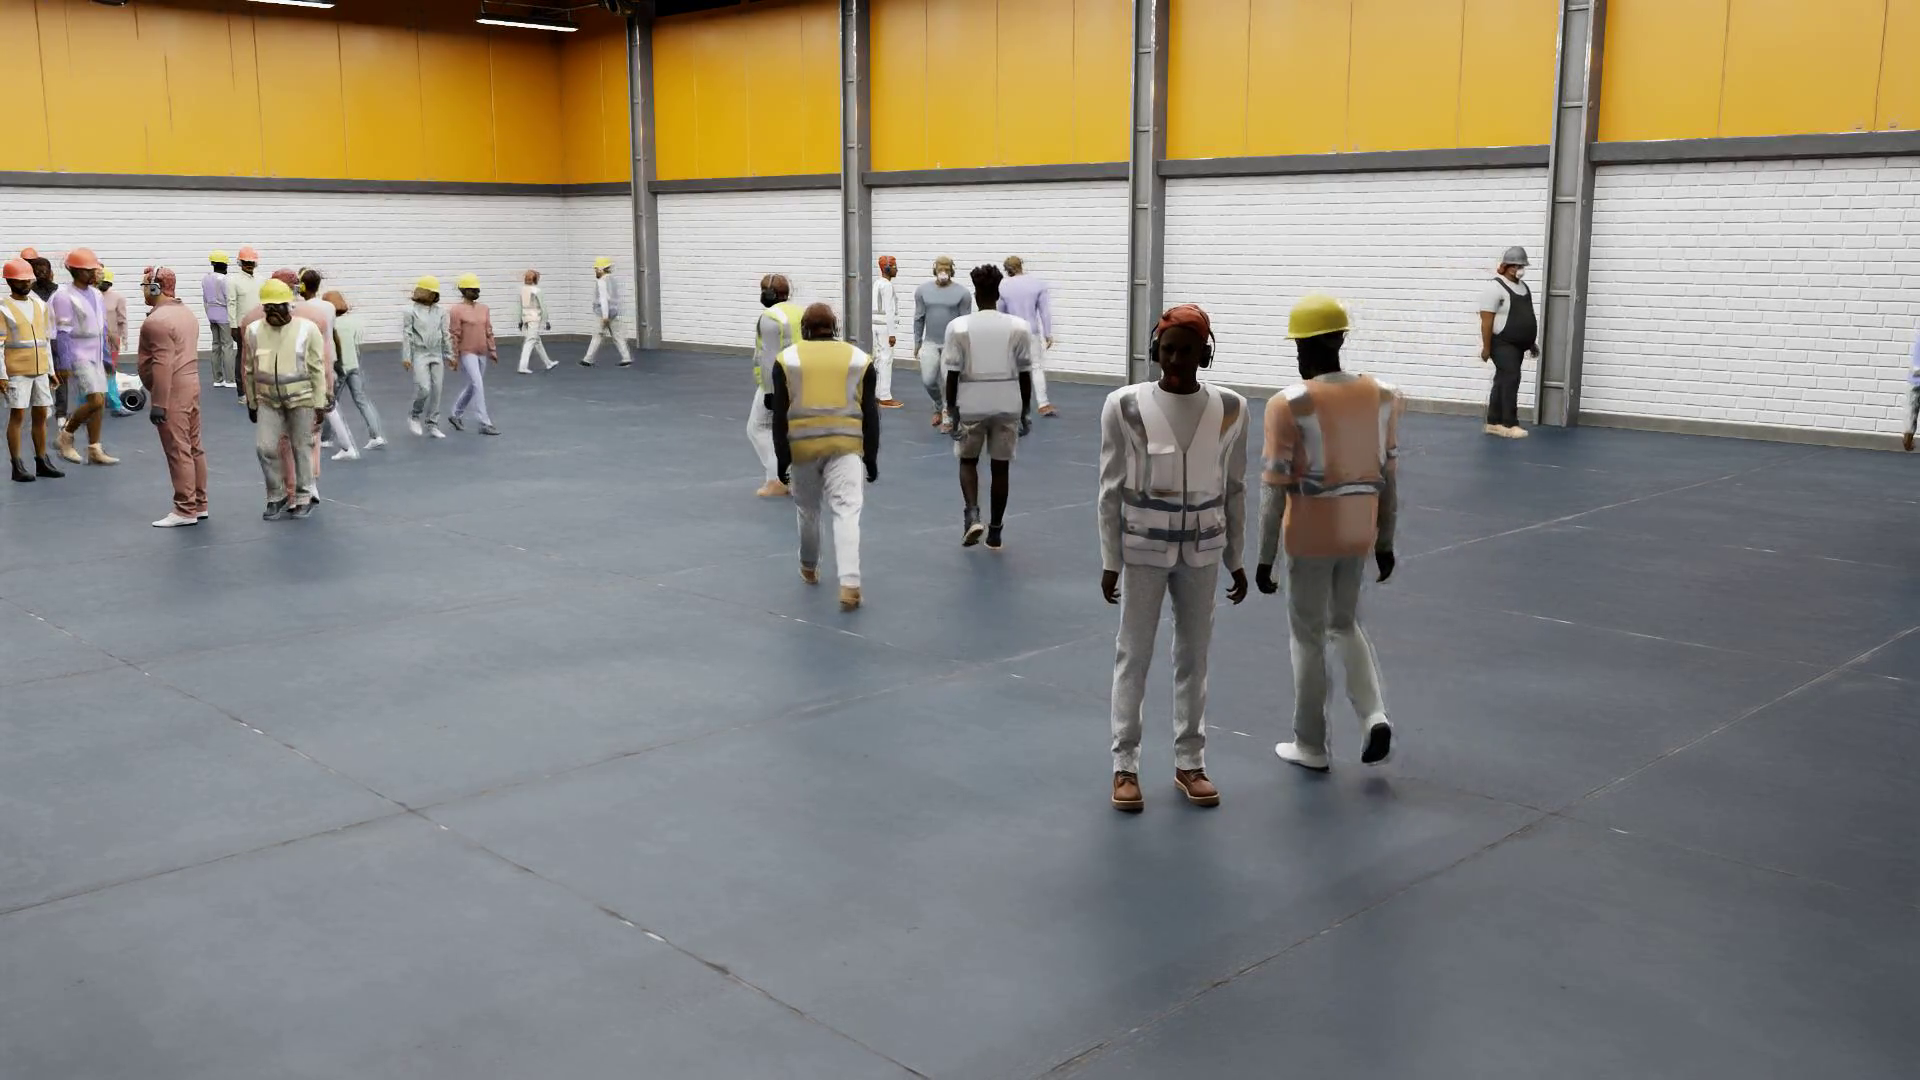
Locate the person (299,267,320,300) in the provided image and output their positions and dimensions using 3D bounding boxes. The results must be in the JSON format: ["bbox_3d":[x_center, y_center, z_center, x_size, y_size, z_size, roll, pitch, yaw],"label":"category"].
[{"bbox_3d":[-10.998,-3.834,28.265,0.857,1.589,0.526,-6,12,-29],"label":"person"}]

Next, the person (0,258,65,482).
[{"bbox_3d":[-8.122,-1.480,14.495,0.362,1.935,0.553,5,11,24],"label":"person"}]

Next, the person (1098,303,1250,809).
[{"bbox_3d":[0.793,0.068,6.202,0.572,1.885,0.358,-1,10,-8],"label":"person"}]

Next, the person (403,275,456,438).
[{"bbox_3d":[-5.593,-1.921,17.492,0.395,1.718,0.514,8,13,38],"label":"person"}]

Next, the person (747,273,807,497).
[{"bbox_3d":[-1.483,-1.239,13.496,0.516,1.821,0.652,4,11,21],"label":"person"}]

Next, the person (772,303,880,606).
[{"bbox_3d":[-0.783,-0.519,9.842,0.640,1.746,1.128,-1,10,-8],"label":"person"}]

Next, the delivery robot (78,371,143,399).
[{"bbox_3d":[-10.313,-1.881,20.188,0.707,0.478,0.477,-4,12,-23],"label":"delivery robot"}]

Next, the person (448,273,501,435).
[{"bbox_3d":[-5.305,-2.014,17.971,0.829,1.734,0.523,5,12,27],"label":"person"}]

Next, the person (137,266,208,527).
[{"bbox_3d":[-5.815,-1.050,12.237,0.400,1.910,0.643,-1,10,-5],"label":"person"}]

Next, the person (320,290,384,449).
[{"bbox_3d":[-6.159,-1.692,16.612,0.873,1.591,0.494,5,11,24],"label":"person"}]

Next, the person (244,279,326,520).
[{"bbox_3d":[-5.042,-1.035,12.416,0.622,1.807,0.528,-1,10,-5],"label":"person"}]

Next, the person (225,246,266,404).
[{"bbox_3d":[-8.999,-2.722,21.122,0.392,1.989,0.617,5,12,25],"label":"person"}]

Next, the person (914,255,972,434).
[{"bbox_3d":[-0.182,-2.107,17.959,0.646,1.920,0.482,2,11,10],"label":"person"}]

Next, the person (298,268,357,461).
[{"bbox_3d":[-6.171,-1.666,15.842,1.044,1.816,0.548,4,11,23],"label":"person"}]

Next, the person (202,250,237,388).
[{"bbox_3d":[-10.326,-3.087,23.289,0.587,1.927,0.369,6,12,29],"label":"person"}]

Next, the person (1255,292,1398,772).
[{"bbox_3d":[1.435,-0.005,6.527,0.611,1.909,0.514,-4,11,-23],"label":"person"}]

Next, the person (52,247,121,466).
[{"bbox_3d":[-8.039,-1.672,15.302,0.492,2.026,0.616,0,10,2],"label":"person"}]

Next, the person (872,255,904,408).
[{"bbox_3d":[-0.918,-2.585,20.667,0.337,1.882,0.583,-3,11,-18],"label":"person"}]

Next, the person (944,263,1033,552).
[{"bbox_3d":[0.194,-0.881,11.200,0.600,1.944,0.420,0,10,-2],"label":"person"}]

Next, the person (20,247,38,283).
[{"bbox_3d":[-14.518,-3.604,26.078,0.544,1.939,0.354,2,11,10],"label":"person"}]

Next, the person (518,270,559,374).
[{"bbox_3d":[-6.581,-3.389,25.864,0.524,1.583,0.892,9,13,39],"label":"person"}]

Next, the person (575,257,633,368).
[{"bbox_3d":[-5.714,-3.639,26.705,0.904,1.784,0.595,2,11,12],"label":"person"}]

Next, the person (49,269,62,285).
[{"bbox_3d":[-14.347,-3.485,26.240,0.308,1.641,0.514,7,12,33],"label":"person"}]

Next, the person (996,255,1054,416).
[{"bbox_3d":[0.726,-2.411,19.686,0.683,1.896,0.478,-1,10,-7],"label":"person"}]

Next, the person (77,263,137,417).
[{"bbox_3d":[-10.008,-2.328,19.436,0.809,1.810,0.594,-2,11,-12],"label":"person"}]

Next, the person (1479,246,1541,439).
[{"bbox_3d":[5.914,-2.104,17.615,0.694,2.000,0.795,-9,14,-42],"label":"person"}]

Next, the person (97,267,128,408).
[{"bbox_3d":[-10.539,-2.477,20.481,0.558,1.734,0.439,-5,11,-24],"label":"person"}]

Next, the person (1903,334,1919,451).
[{"bbox_3d":[6.500,-0.790,10.873,0.557,1.901,0.957,6,12,31],"label":"person"}]

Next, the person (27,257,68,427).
[{"bbox_3d":[-10.266,-2.233,18.726,0.595,1.901,0.700,-6,12,-29],"label":"person"}]

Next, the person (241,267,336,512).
[{"bbox_3d":[-5.218,-1.169,12.942,0.678,1.878,0.553,-3,11,-18],"label":"person"}]
